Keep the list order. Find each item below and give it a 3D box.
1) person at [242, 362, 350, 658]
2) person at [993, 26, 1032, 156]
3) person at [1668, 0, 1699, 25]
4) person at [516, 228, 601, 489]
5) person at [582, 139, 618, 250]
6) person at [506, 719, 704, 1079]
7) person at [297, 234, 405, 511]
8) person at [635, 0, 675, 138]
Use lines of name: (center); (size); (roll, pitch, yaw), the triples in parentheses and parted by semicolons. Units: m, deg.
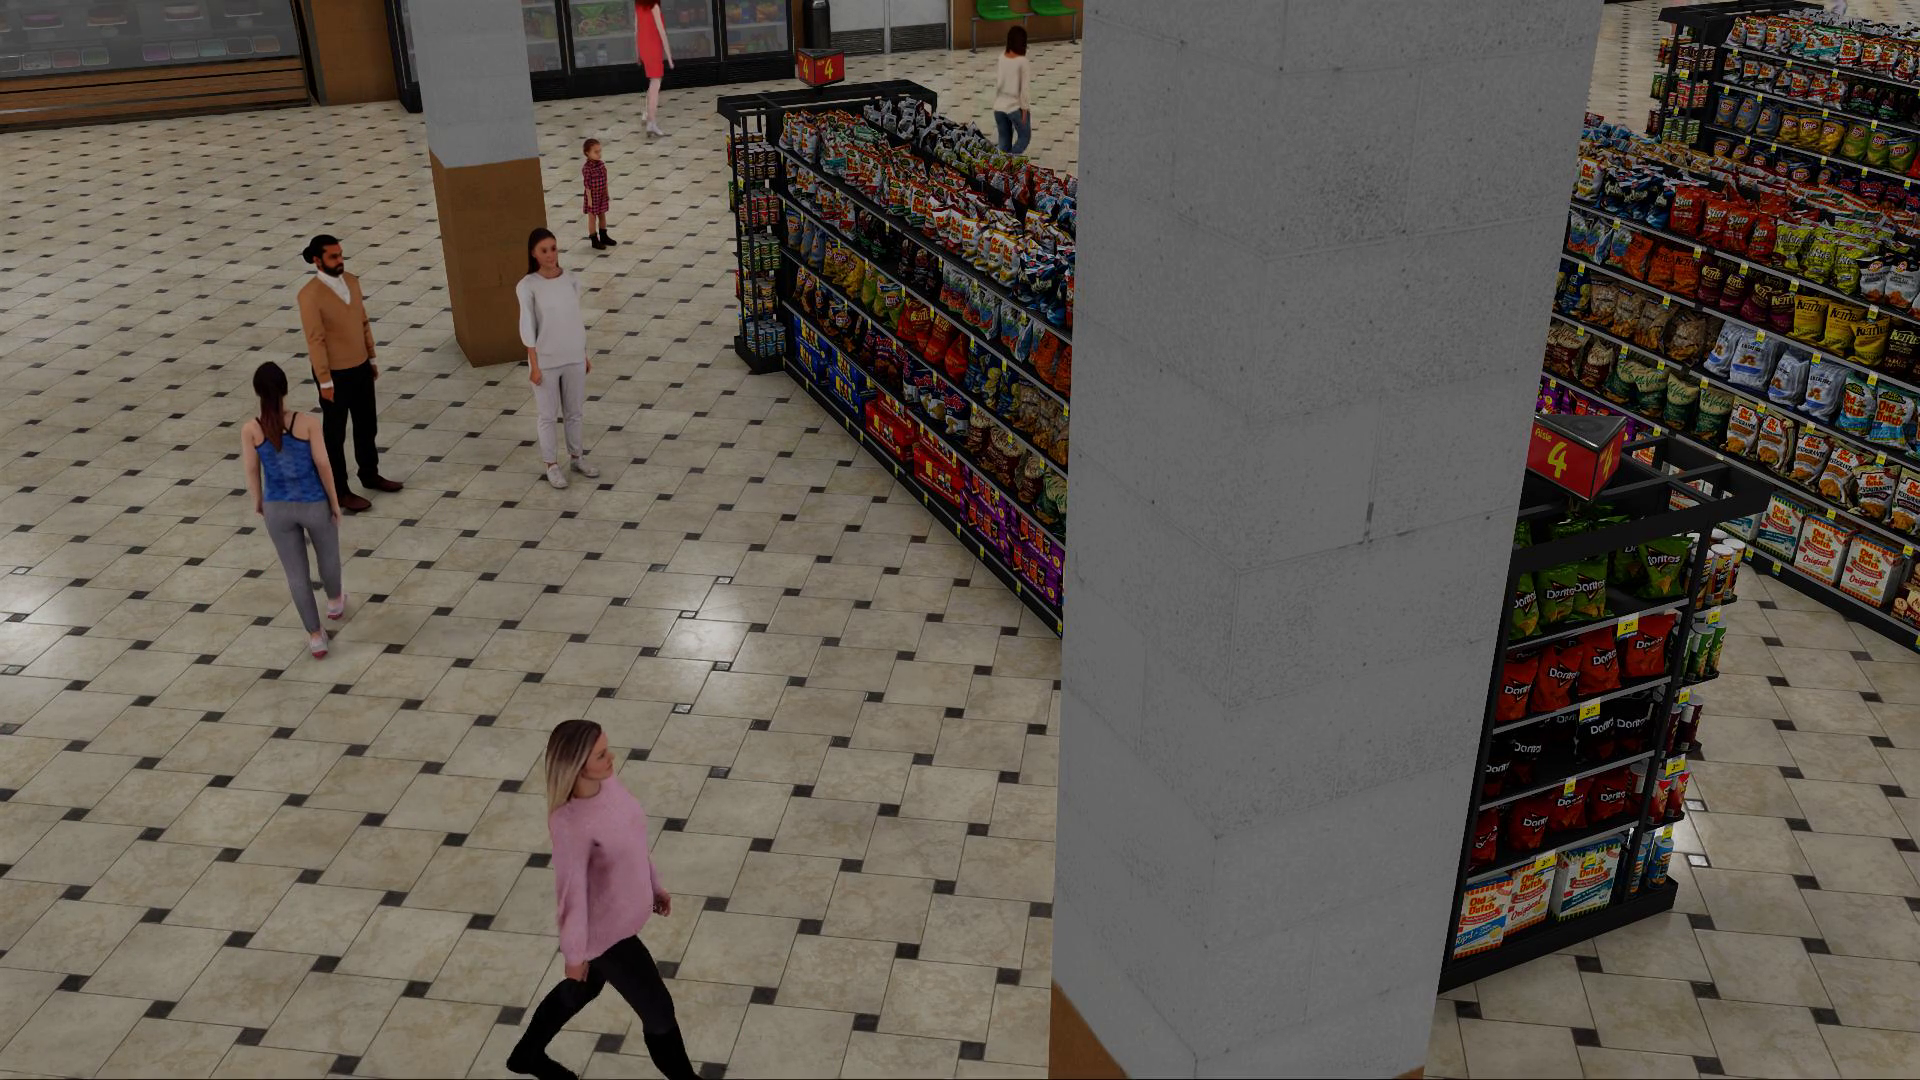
person: (-3.478, -0.127, 8.734); (0.666, 1.587, 0.900); (-8, 28, -15)
person: (0.476, -4.398, 17.064); (0.746, 1.670, 0.822); (21, 34, 35)
person: (11.444, -8.947, 25.999); (0.667, 1.703, 0.611); (-4, 27, -8)
person: (-2.600, -1.180, 10.699); (0.666, 1.689, 0.647); (-24, 35, -39)
person: (-3.385, -3.234, 15.488); (0.535, 1.021, 0.491); (17, 32, 30)
person: (-1.319, 1.330, 5.793); (1.001, 1.648, 1.147); (1, 27, 2)
person: (-3.852, -1.056, 10.385); (0.783, 1.752, 0.730); (10, 29, 19)
person: (-3.633, -5.554, 19.186); (0.735, 1.814, 0.617); (-22, 34, -37)
